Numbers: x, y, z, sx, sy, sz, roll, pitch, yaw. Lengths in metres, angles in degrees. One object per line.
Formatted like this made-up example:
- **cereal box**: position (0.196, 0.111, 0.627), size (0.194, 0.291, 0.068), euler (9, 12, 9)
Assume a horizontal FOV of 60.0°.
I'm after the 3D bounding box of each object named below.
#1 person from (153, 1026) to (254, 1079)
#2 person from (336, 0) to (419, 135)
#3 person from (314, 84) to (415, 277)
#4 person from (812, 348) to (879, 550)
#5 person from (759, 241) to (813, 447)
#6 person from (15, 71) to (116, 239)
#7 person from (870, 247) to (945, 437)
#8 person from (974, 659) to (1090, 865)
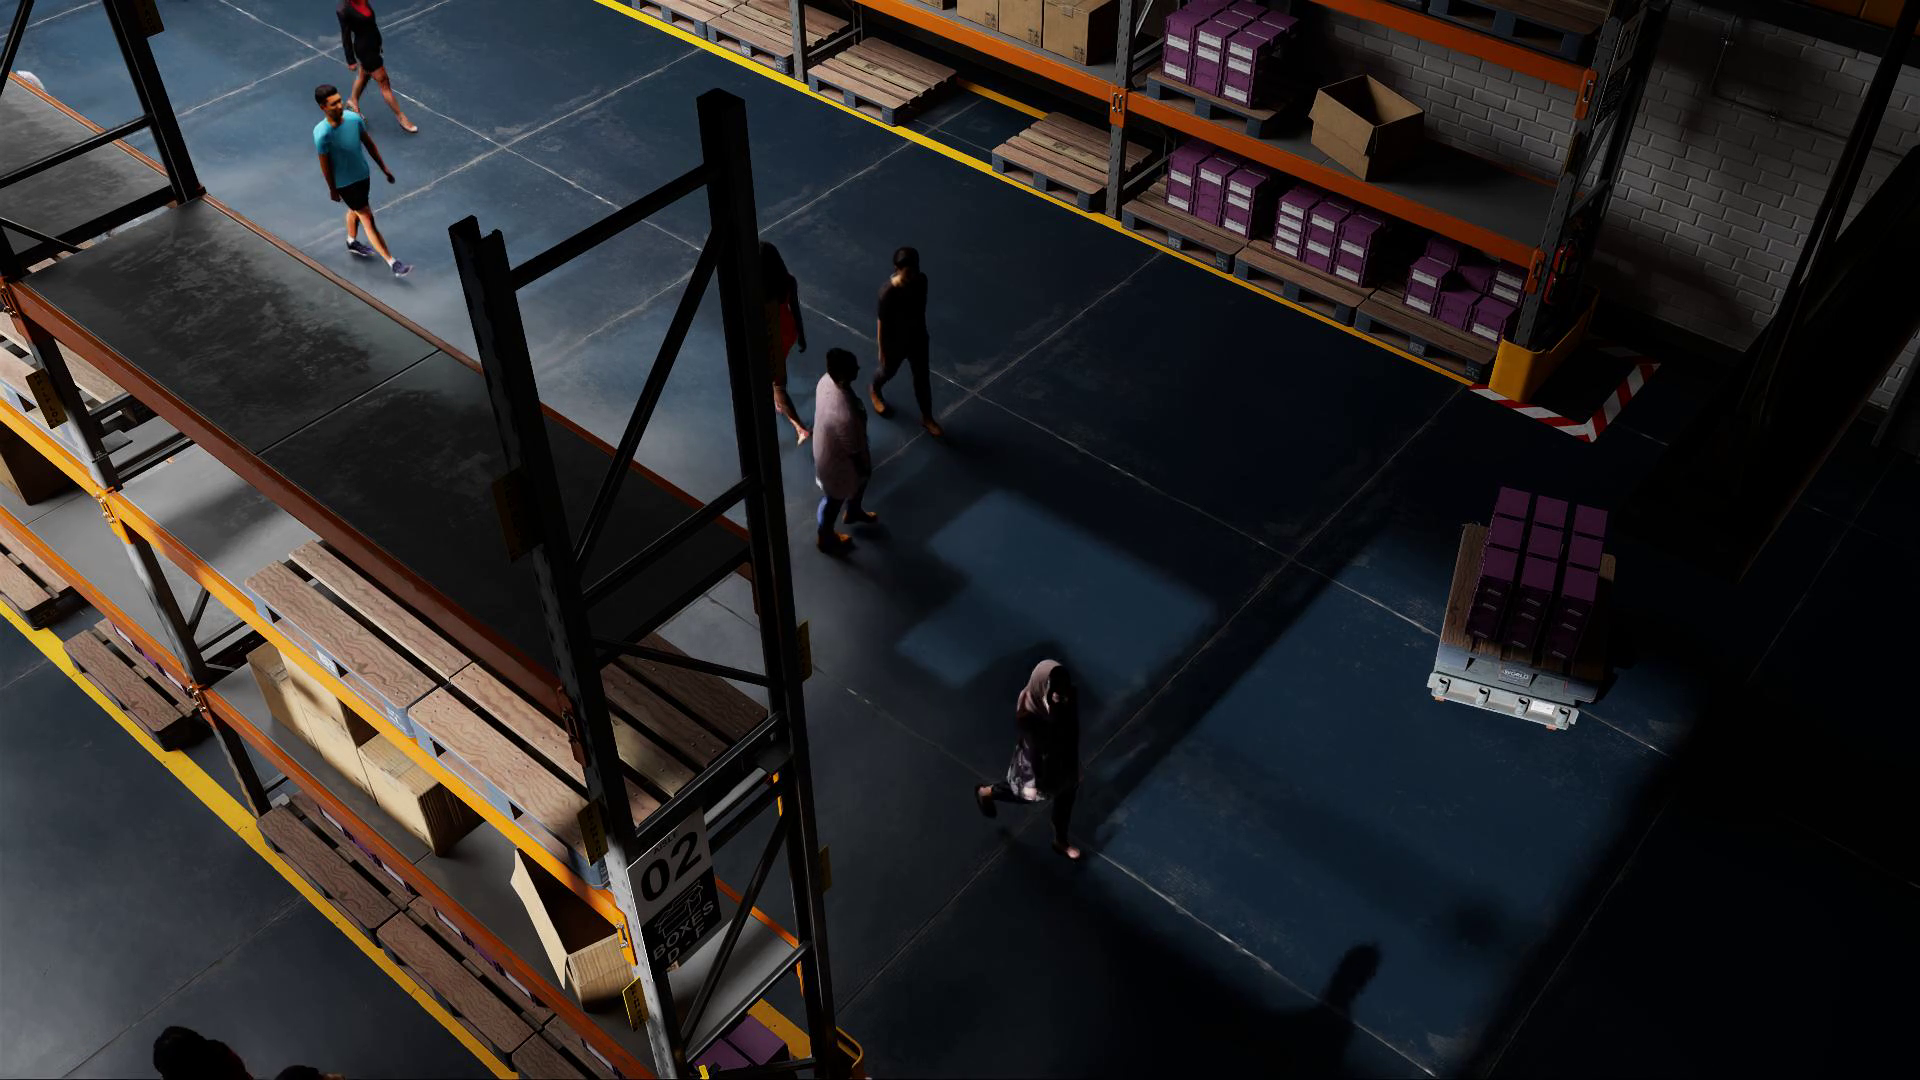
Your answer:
- **person**: position (-3.411, 2.899, 8.009), size (1.226, 1.673, 0.809), euler (20, 47, 20)
- **person**: position (-5.775, -4.673, 16.010), size (1.083, 1.600, 0.887), euler (8, 44, 8)
- **person**: position (-5.282, -3.111, 14.275), size (1.169, 1.731, 0.783), euler (21, 47, 20)
- **person**: position (-0.927, -0.628, 11.672), size (0.908, 1.727, 0.845), euler (-5, 44, -5)
- **person**: position (-1.356, -1.452, 12.567), size (0.808, 1.685, 1.147), euler (-24, 49, -23)
- **person**: position (-7.717, -3.184, 14.383), size (1.240, 1.688, 0.804), euler (18, 46, 18)
- **person**: position (-0.479, -1.594, 12.729), size (0.800, 1.668, 1.102), euler (-26, 50, -25)
- **person**: position (0.415, 1.252, 9.784), size (1.062, 1.609, 0.695), euler (27, 50, 25)
